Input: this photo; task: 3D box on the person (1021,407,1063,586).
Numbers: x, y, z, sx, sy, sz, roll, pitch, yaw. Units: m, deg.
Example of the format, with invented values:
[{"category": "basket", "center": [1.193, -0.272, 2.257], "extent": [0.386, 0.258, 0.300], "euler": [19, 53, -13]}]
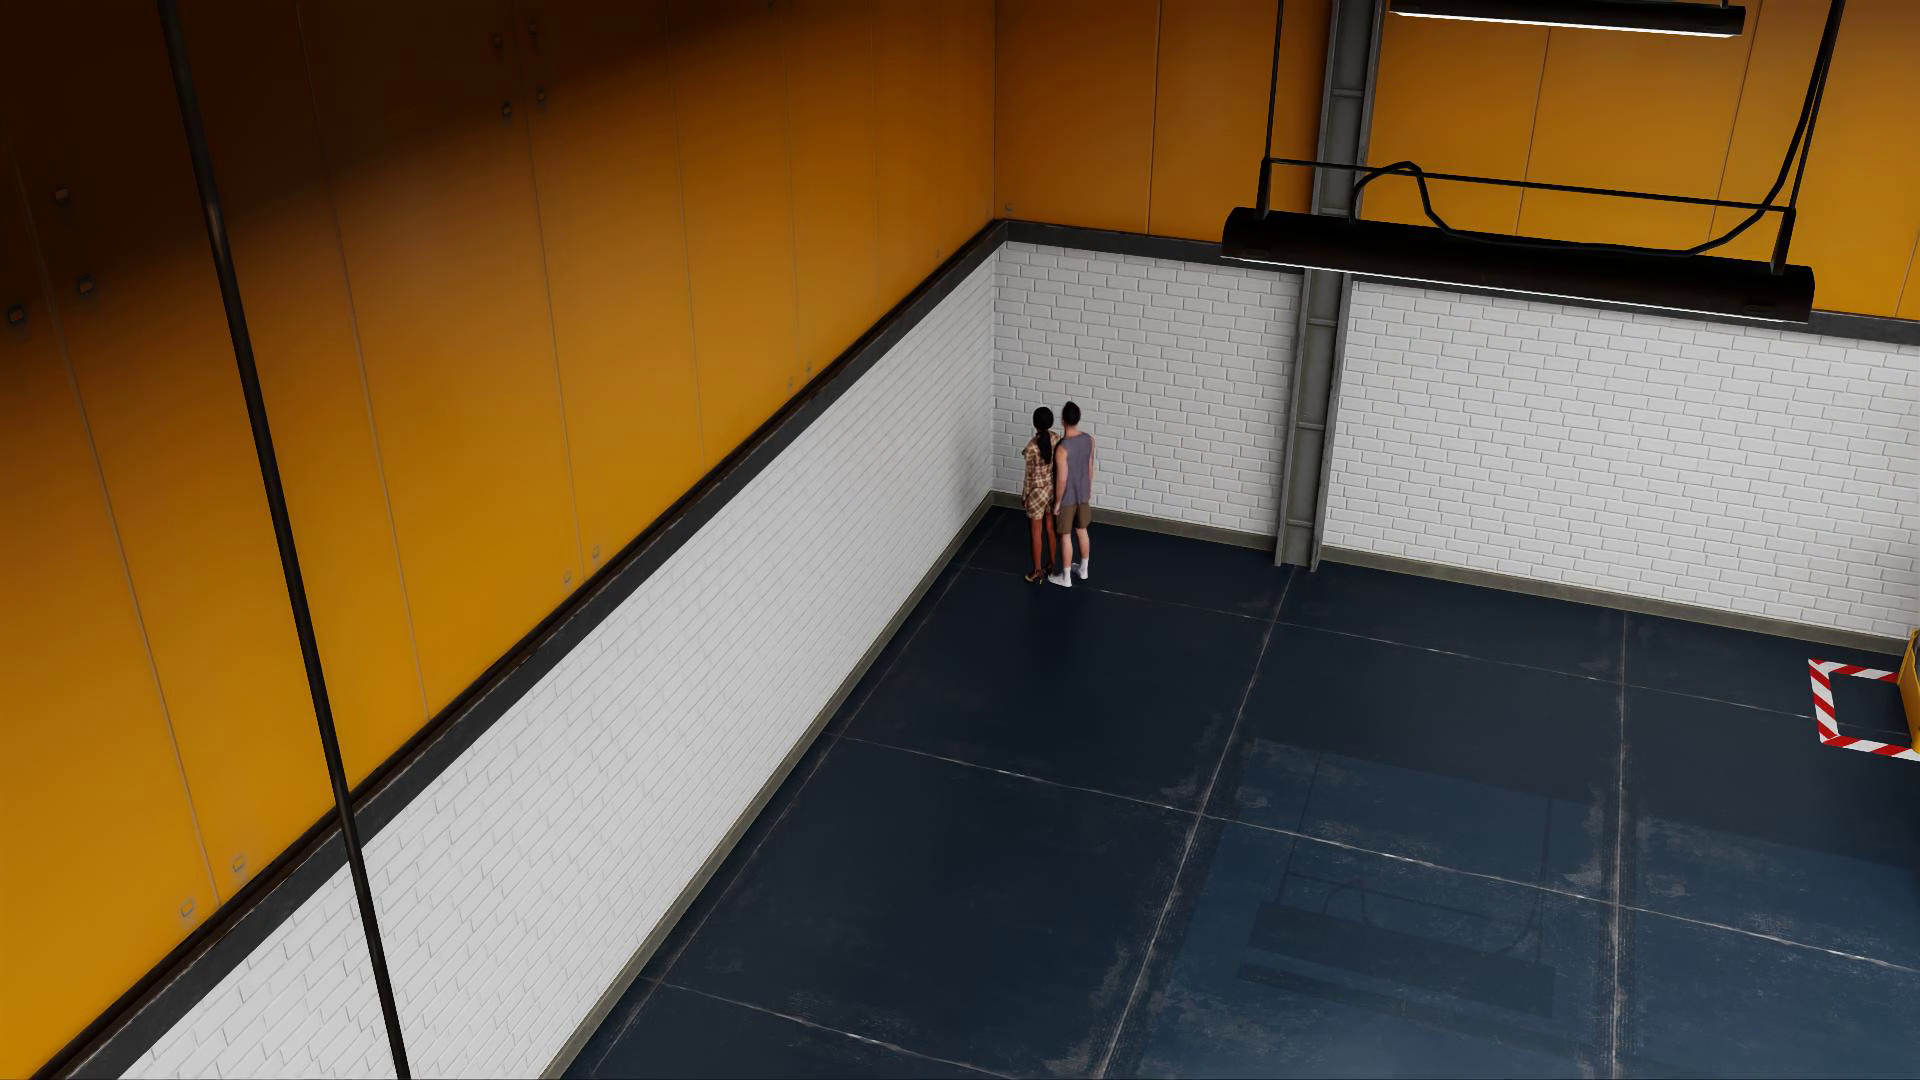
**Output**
[{"category": "person", "center": [0.763, -0.412, 15.385], "extent": [0.680, 1.794, 0.712], "euler": [-19, 34, -31]}]

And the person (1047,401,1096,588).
[{"category": "person", "center": [1.038, -0.420, 15.413], "extent": [0.717, 1.841, 0.740], "euler": [-21, 35, -34]}]
